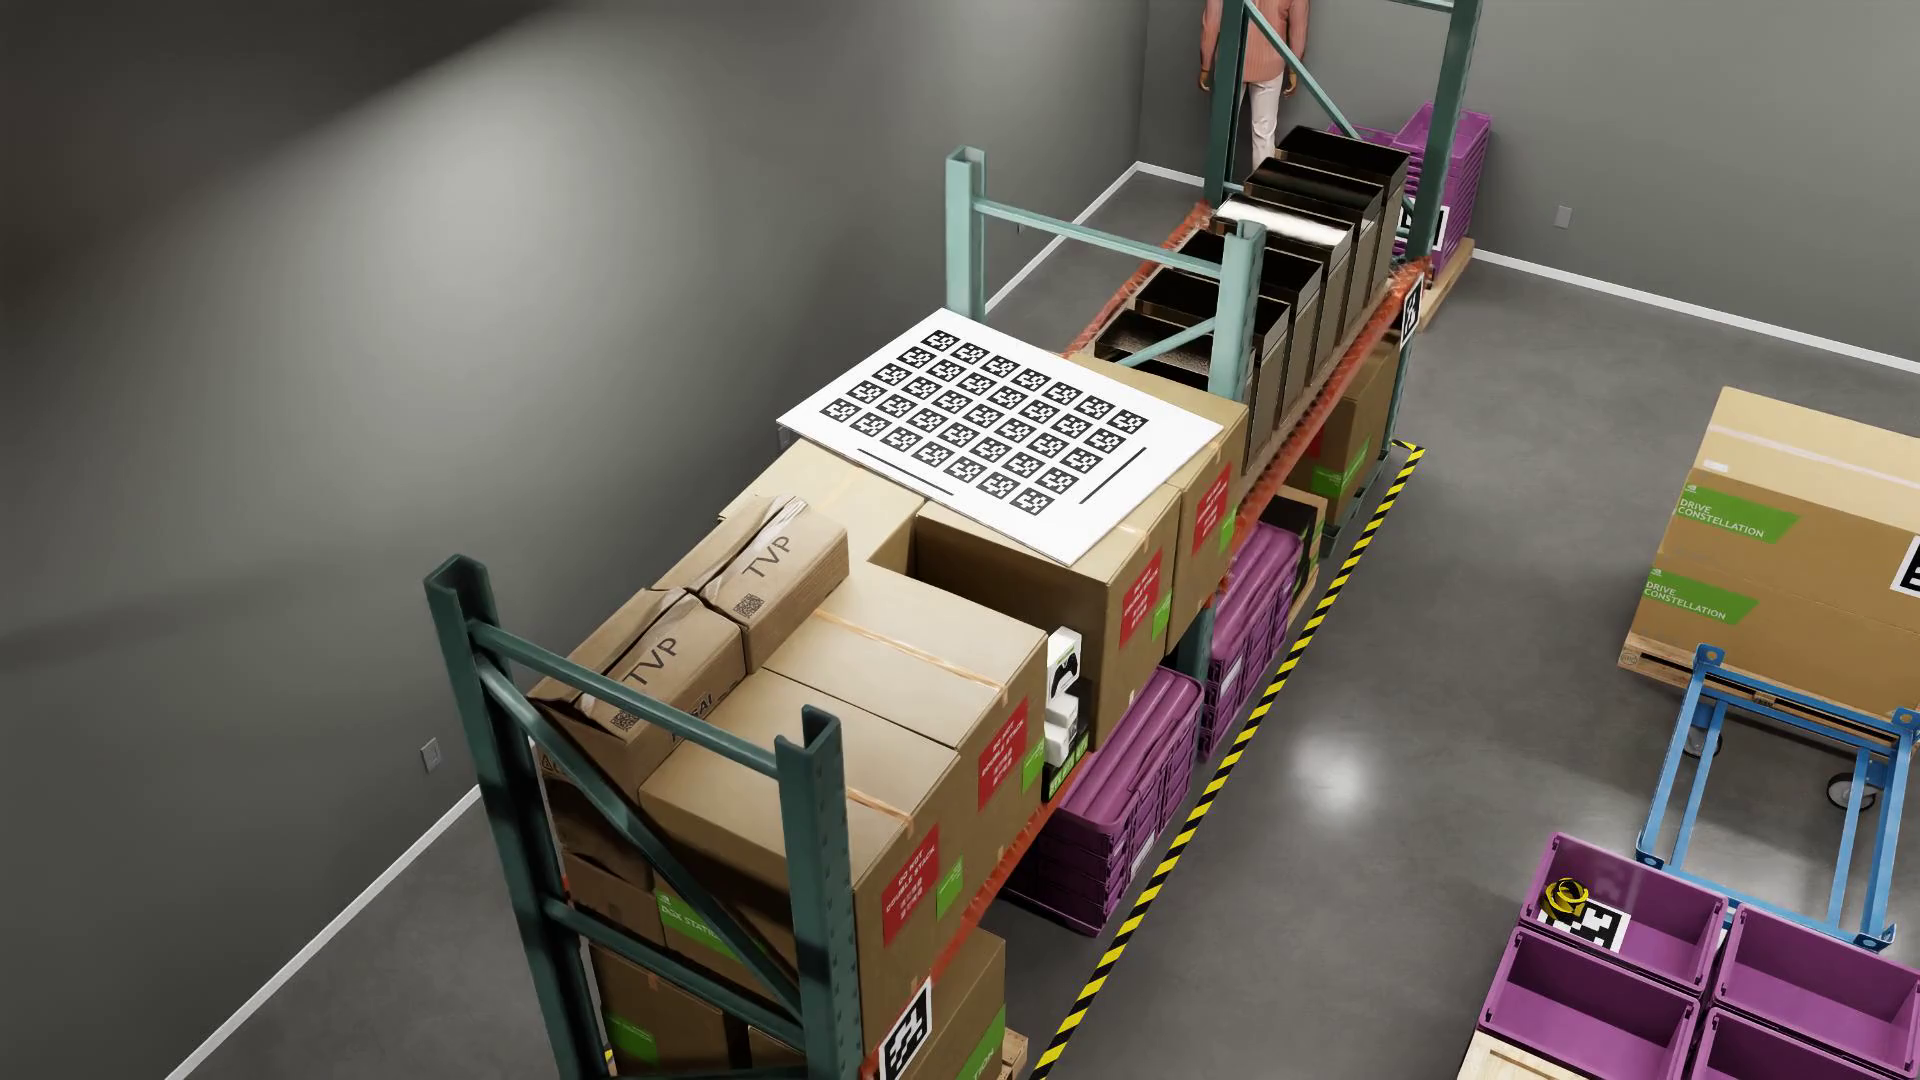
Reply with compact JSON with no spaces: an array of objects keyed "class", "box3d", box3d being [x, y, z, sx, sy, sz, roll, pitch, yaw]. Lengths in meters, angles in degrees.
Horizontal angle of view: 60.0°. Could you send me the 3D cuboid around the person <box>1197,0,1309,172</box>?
[{"class":"person","box3d":[1.733,-2.850,9.950,0.623,1.992,0.396,4,40,5]}]
